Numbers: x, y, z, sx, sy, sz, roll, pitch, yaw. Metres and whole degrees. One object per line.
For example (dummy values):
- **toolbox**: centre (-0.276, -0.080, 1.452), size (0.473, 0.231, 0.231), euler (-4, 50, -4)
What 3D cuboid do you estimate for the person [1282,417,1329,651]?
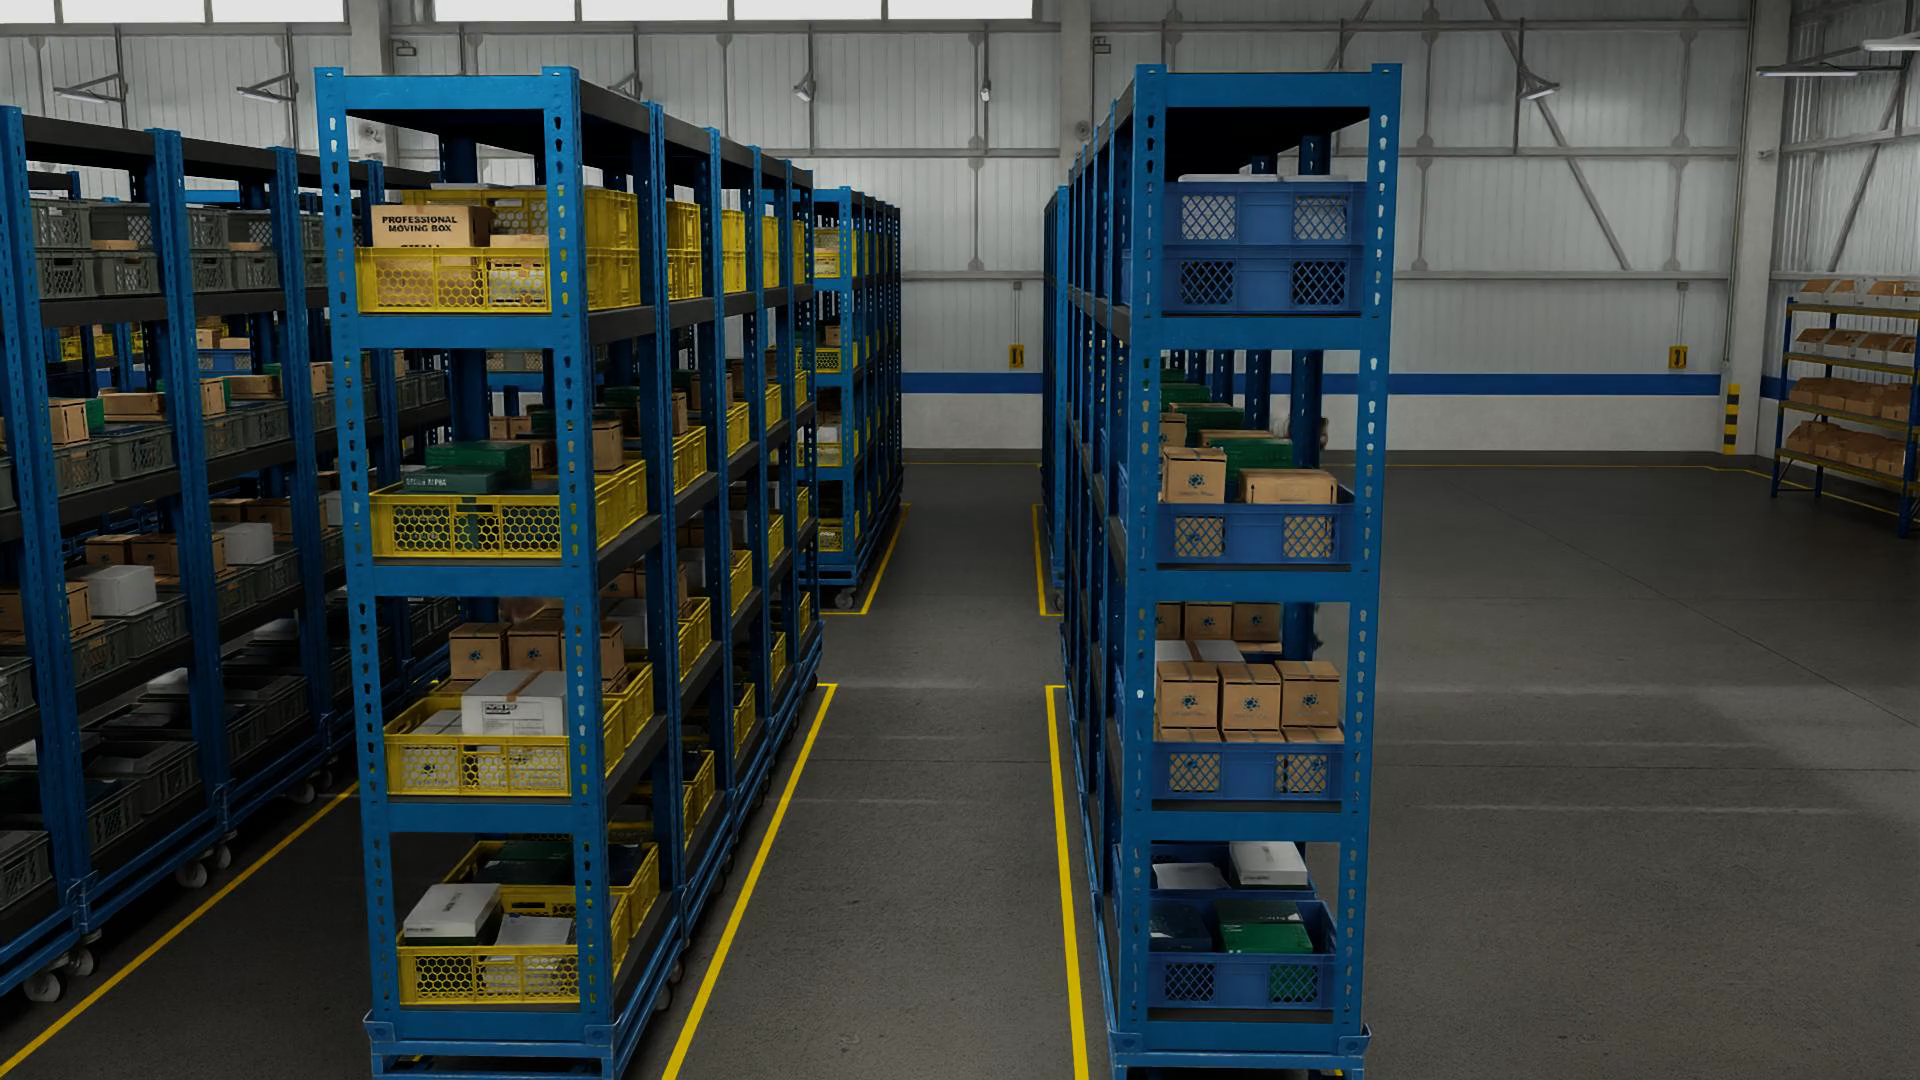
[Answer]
- **person**: centre (2.675, -0.038, 12.711), size (0.501, 1.827, 0.581), euler (3, 10, 17)

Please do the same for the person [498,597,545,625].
- **person**: centre (-2.406, 0.392, 9.740), size (0.629, 1.983, 0.536), euler (-1, 10, -3)
